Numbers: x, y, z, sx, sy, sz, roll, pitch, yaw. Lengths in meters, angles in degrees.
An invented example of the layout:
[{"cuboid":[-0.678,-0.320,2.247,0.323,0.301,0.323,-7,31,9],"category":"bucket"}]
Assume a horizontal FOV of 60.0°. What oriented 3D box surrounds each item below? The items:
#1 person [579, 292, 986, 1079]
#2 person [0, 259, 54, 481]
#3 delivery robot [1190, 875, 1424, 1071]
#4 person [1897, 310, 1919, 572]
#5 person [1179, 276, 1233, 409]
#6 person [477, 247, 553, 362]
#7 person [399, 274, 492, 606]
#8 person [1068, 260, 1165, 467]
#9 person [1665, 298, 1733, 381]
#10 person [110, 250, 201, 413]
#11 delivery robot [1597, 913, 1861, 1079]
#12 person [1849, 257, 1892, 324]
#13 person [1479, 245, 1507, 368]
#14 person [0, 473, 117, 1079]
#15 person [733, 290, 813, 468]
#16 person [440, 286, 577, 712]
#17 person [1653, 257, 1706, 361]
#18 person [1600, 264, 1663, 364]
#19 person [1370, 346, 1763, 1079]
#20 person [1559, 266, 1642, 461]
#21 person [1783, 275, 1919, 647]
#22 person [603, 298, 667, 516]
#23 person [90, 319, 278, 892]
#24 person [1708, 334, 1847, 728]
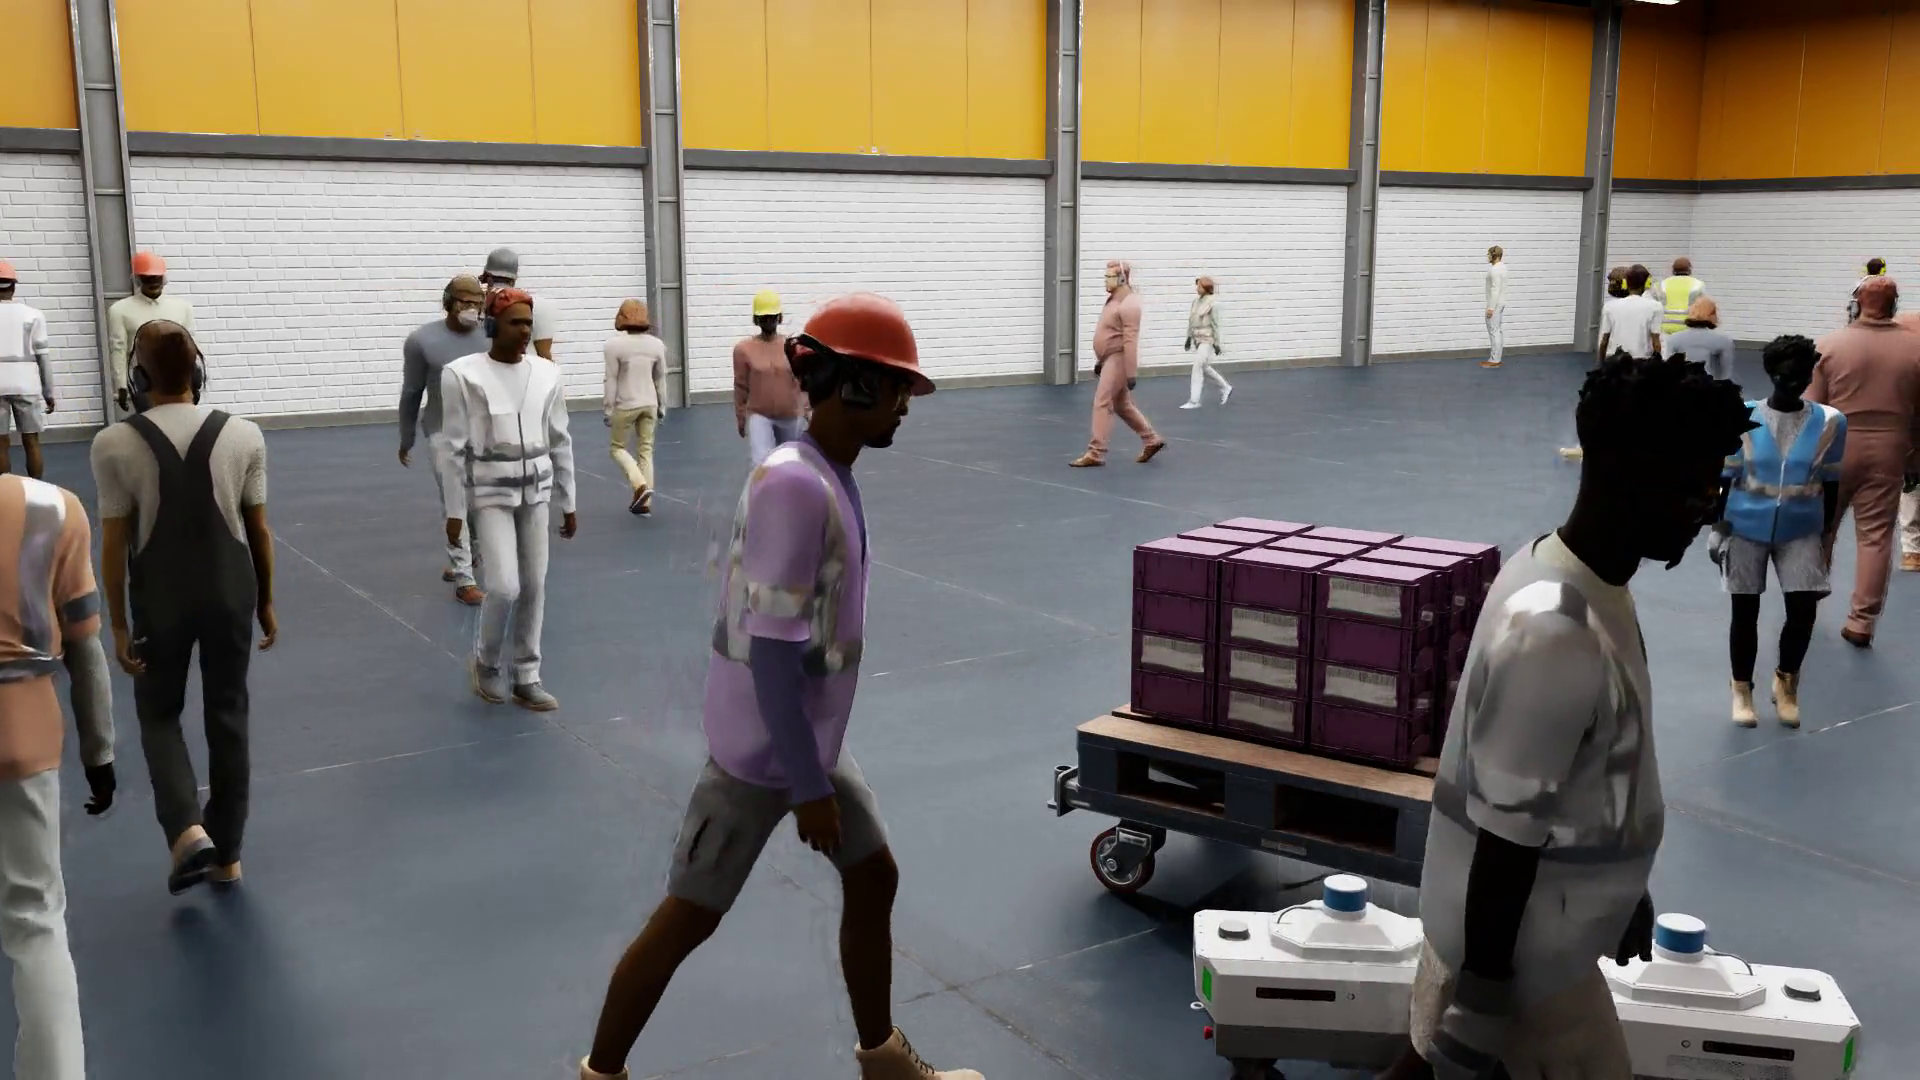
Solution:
[{"cuboid":[-0.448,0.438,3.708,0.955,1.974,0.657,1,10,7],"category":"person"},{"cuboid":[-7.071,-1.127,12.402,0.556,1.913,0.442,-6,12,-28],"category":"person"},{"cuboid":[0.909,1.044,3.969,0.707,0.478,0.477,1,10,6],"category":"delivery robot"},{"cuboid":[6.119,-0.792,10.399,0.622,1.977,0.553,6,12,28],"category":"person"},{"cuboid":[3.020,-2.407,20.243,0.753,1.612,0.510,-4,11,-20],"category":"person"},{"cuboid":[-3.329,-1.102,11.914,0.719,2.000,0.801,2,11,12],"category":"person"},{"cuboid":[-2.914,-0.609,9.683,0.662,1.885,0.957,-5,11,-25],"category":"person"},{"cuboid":[1.448,-1.601,15.100,0.888,1.876,0.647,-1,10,-3],"category":"person"},{"cuboid":[5.907,-1.135,13.359,0.530,1.604,0.740,5,11,25],"category":"person"},{"cuboid":[-6.126,-1.210,12.687,0.628,1.981,0.568,-7,13,-34],"category":"person"},{"cuboid":[1.606,1.085,3.743,0.707,0.478,0.477,2,11,14],"category":"delivery robot"},{"cuboid":[11.193,-2.561,20.500,0.910,1.843,0.524,-4,11,-23],"category":"person"},{"cuboid":[8.495,-3.700,26.436,0.354,1.937,0.635,5,12,27],"category":"person"},{"cuboid":[-2.213,0.472,3.727,0.592,1.880,0.956,-7,13,-34],"category":"person"},{"cuboid":[-1.265,-0.835,11.351,0.534,1.714,0.934,-2,11,-11],"category":"person"},{"cuboid":[-1.933,-0.160,7.229,0.597,1.865,0.415,-10,14,-44],"category":"person"},{"cuboid":[9.026,-2.627,20.897,0.639,1.819,0.649,6,12,32],"category":"person"},{"cuboid":[5.786,-1.446,14.337,0.554,1.842,0.574,6,12,31],"category":"person"},{"cuboid":[0.893,0.619,2.832,0.956,1.922,0.674,3,11,18],"category":"person"},{"cuboid":[5.895,-1.572,15.118,0.848,1.806,0.644,1,10,7],"category":"person"},{"cuboid":[4.666,-0.434,8.696,0.677,1.870,0.915,2,11,13],"category":"person"},{"cuboid":[-2.389,-0.966,12.305,0.514,1.623,0.403,-8,13,-39],"category":"person"},{"cuboid":[-2.393,0.228,5.211,0.504,1.826,0.454,-6,12,-31],"category":"person"},{"cuboid":[3.404,-0.024,6.984,0.531,1.678,0.381,4,11,19],"category":"person"}]
